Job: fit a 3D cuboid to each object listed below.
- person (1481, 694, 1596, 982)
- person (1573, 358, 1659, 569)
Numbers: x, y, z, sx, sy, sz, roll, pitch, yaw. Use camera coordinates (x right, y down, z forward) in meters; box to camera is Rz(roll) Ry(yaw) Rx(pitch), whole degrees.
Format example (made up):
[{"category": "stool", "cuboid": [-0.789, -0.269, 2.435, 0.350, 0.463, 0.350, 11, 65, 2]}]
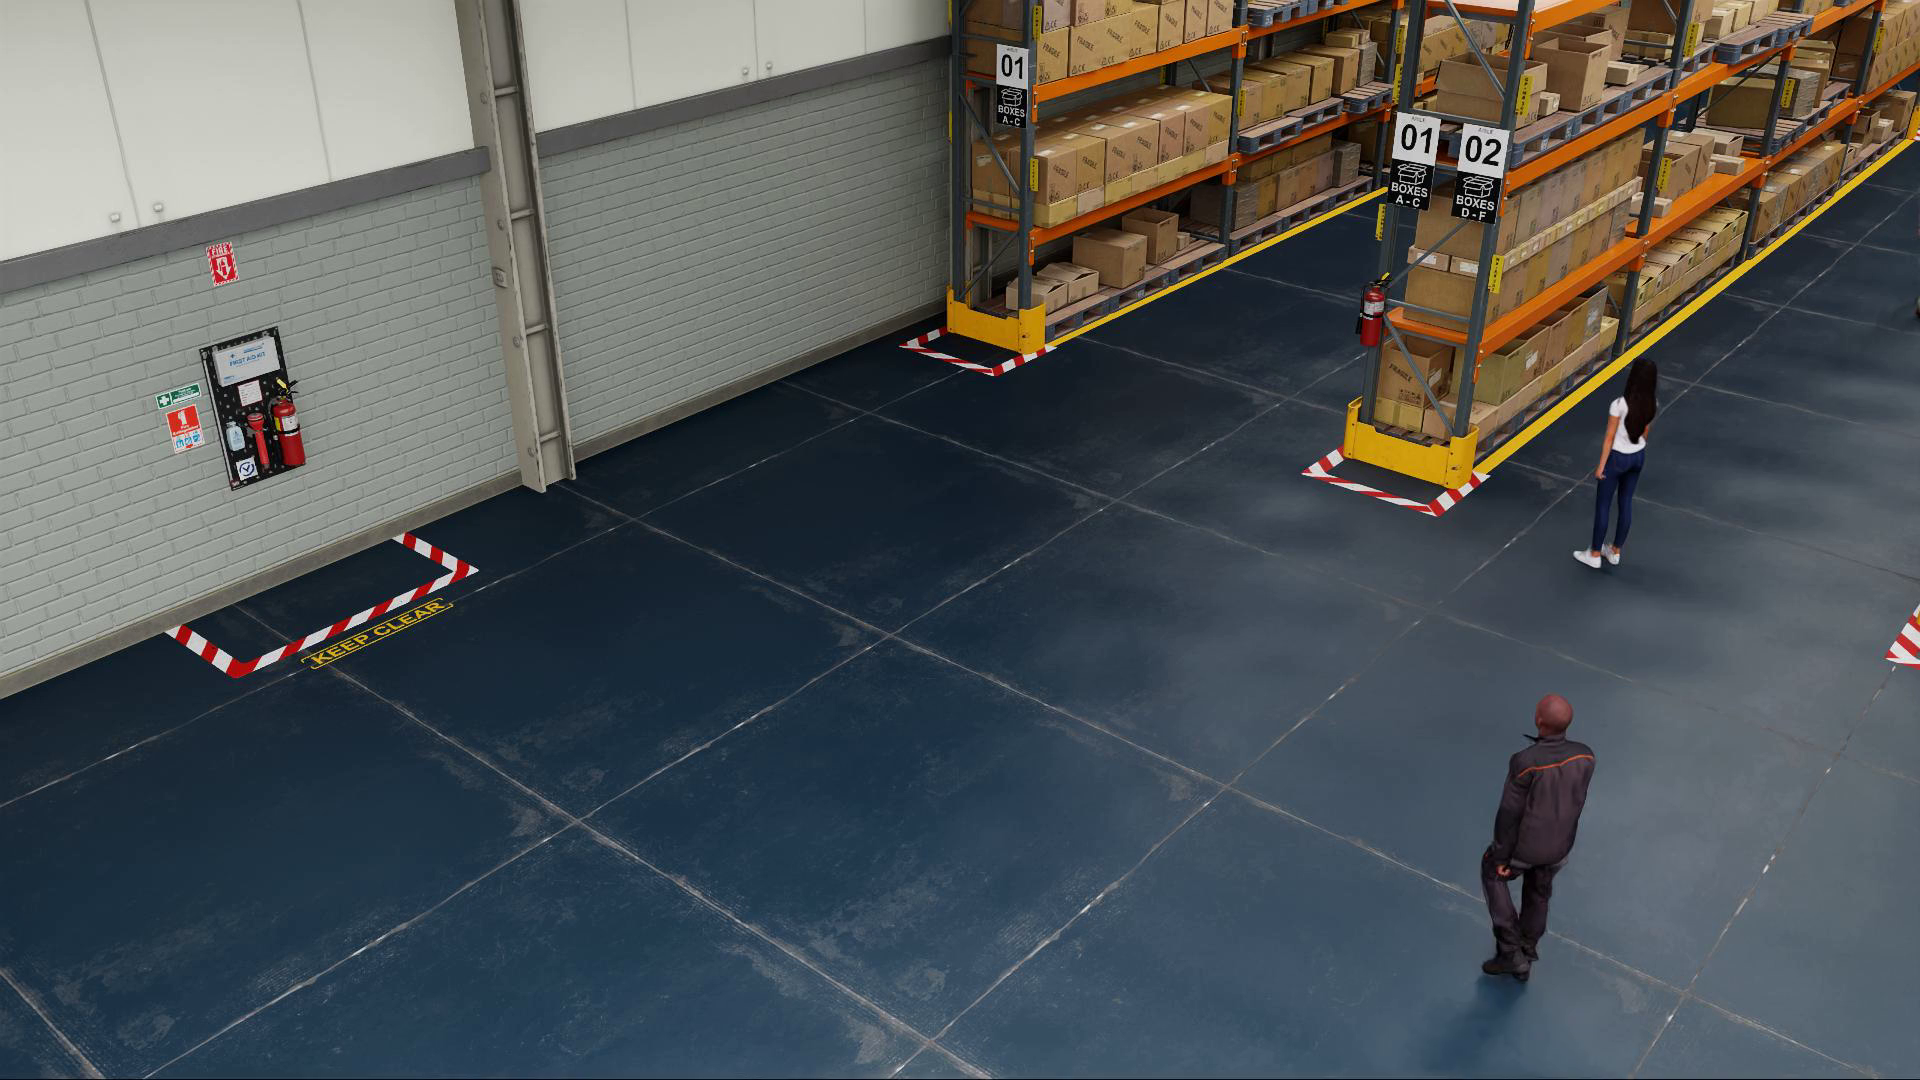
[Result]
[{"category": "person", "cuboid": [3.151, 1.686, 8.984, 0.868, 1.807, 0.931, -4, 28, -7]}, {"category": "person", "cuboid": [5.332, -0.609, 13.328, 0.595, 1.774, 0.723, -11, 30, -20]}]
